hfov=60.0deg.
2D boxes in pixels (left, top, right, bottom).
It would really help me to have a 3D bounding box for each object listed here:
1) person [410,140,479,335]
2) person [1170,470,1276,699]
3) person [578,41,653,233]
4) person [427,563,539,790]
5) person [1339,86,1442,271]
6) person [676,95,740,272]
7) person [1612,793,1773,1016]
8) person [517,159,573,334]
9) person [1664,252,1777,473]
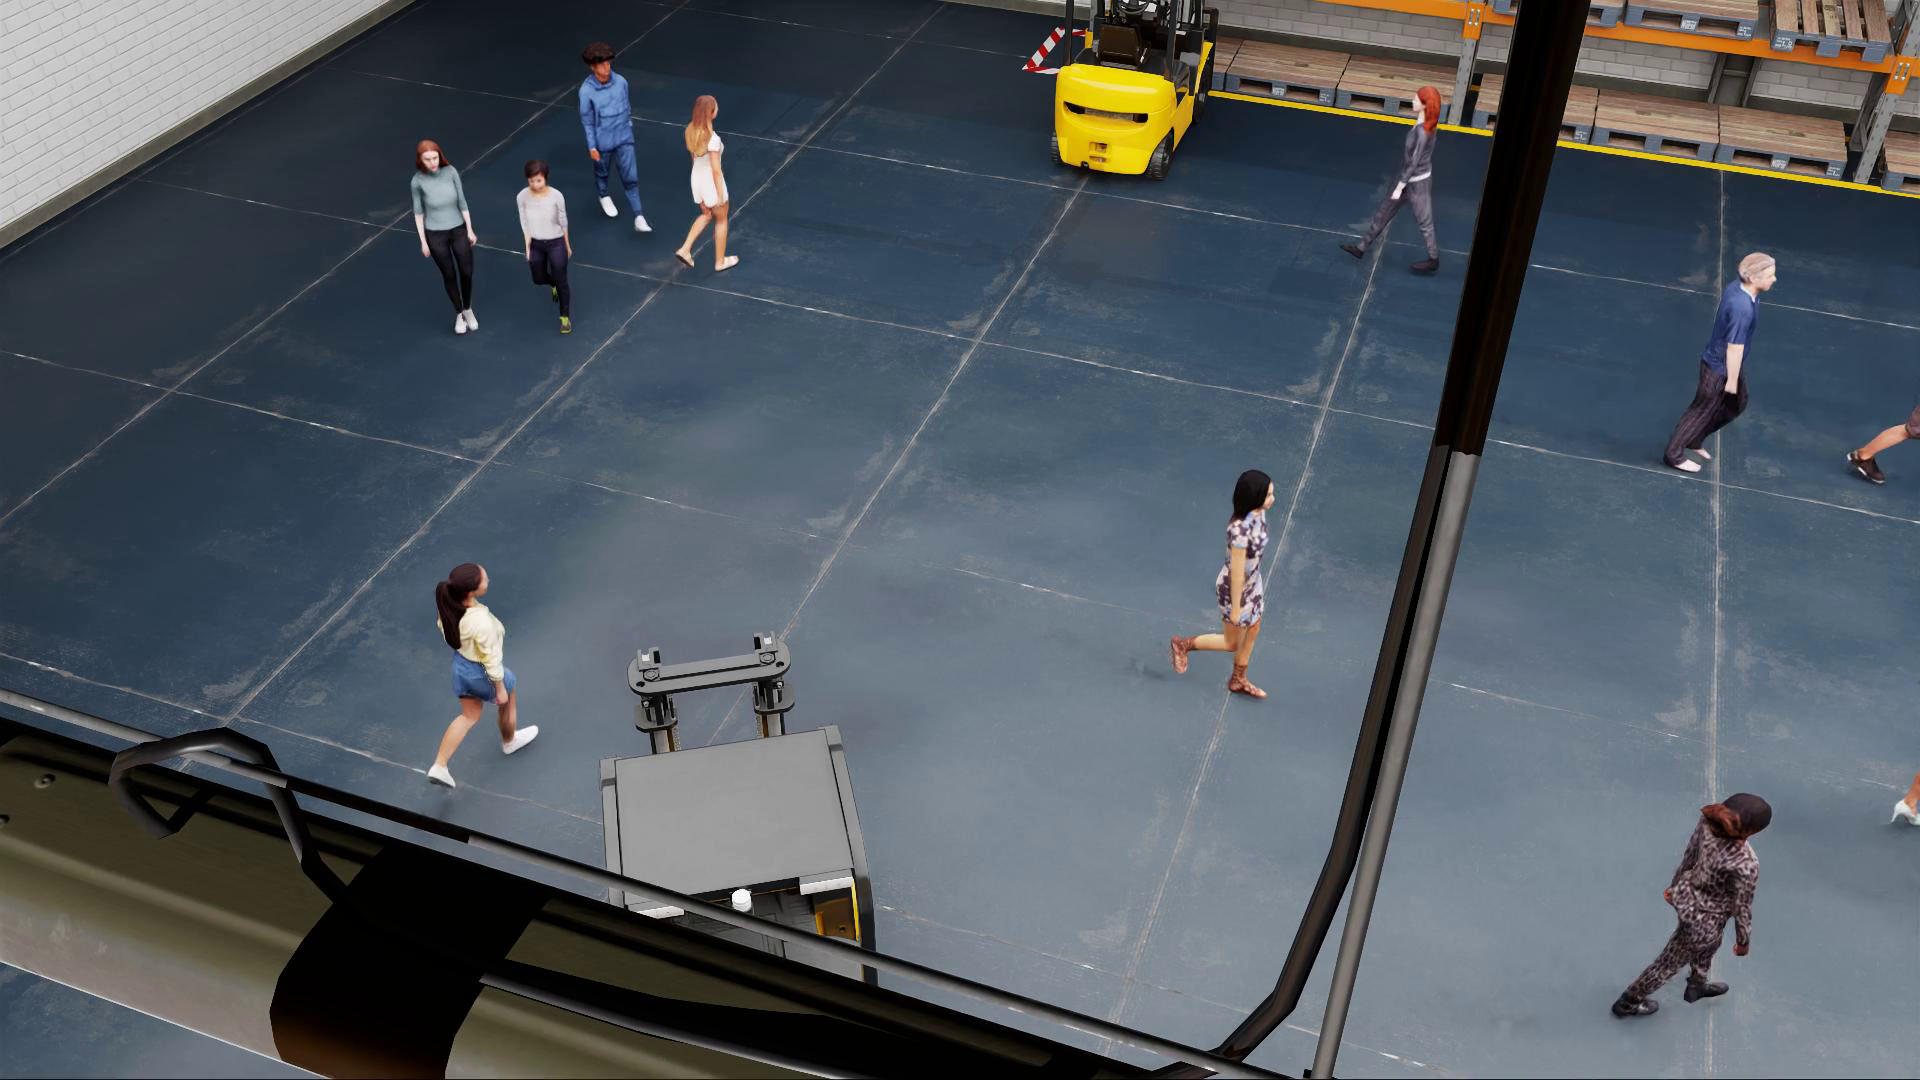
[{"bbox_3d":[-4.322,-2.581,14.015,0.741,1.733,0.797,-13,40,-16],"label":"person"},{"bbox_3d":[1.685,0.289,10.432,0.936,1.719,0.690,19,42,22],"label":"person"},{"bbox_3d":[-3.296,-3.765,15.471,1.116,1.766,1.259,-22,44,-25],"label":"person"},{"bbox_3d":[-2.908,0.833,9.846,1.057,1.601,0.922,26,45,29],"label":"person"},{"bbox_3d":[4.098,-3.128,14.712,1.170,1.719,0.722,7,39,9],"label":"person"},{"bbox_3d":[-2.294,-3.105,14.717,0.846,1.676,0.871,-31,48,-33],"label":"person"},{"bbox_3d":[3.667,1.904,8.435,0.987,1.689,0.820,-3,39,-4],"label":"person"},{"bbox_3d":[-3.500,-2.554,14.139,0.821,1.536,0.772,0,39,0],"label":"person"},{"bbox_3d":[5.565,-1.319,12.339,0.713,1.852,0.700,17,42,20],"label":"person"}]
